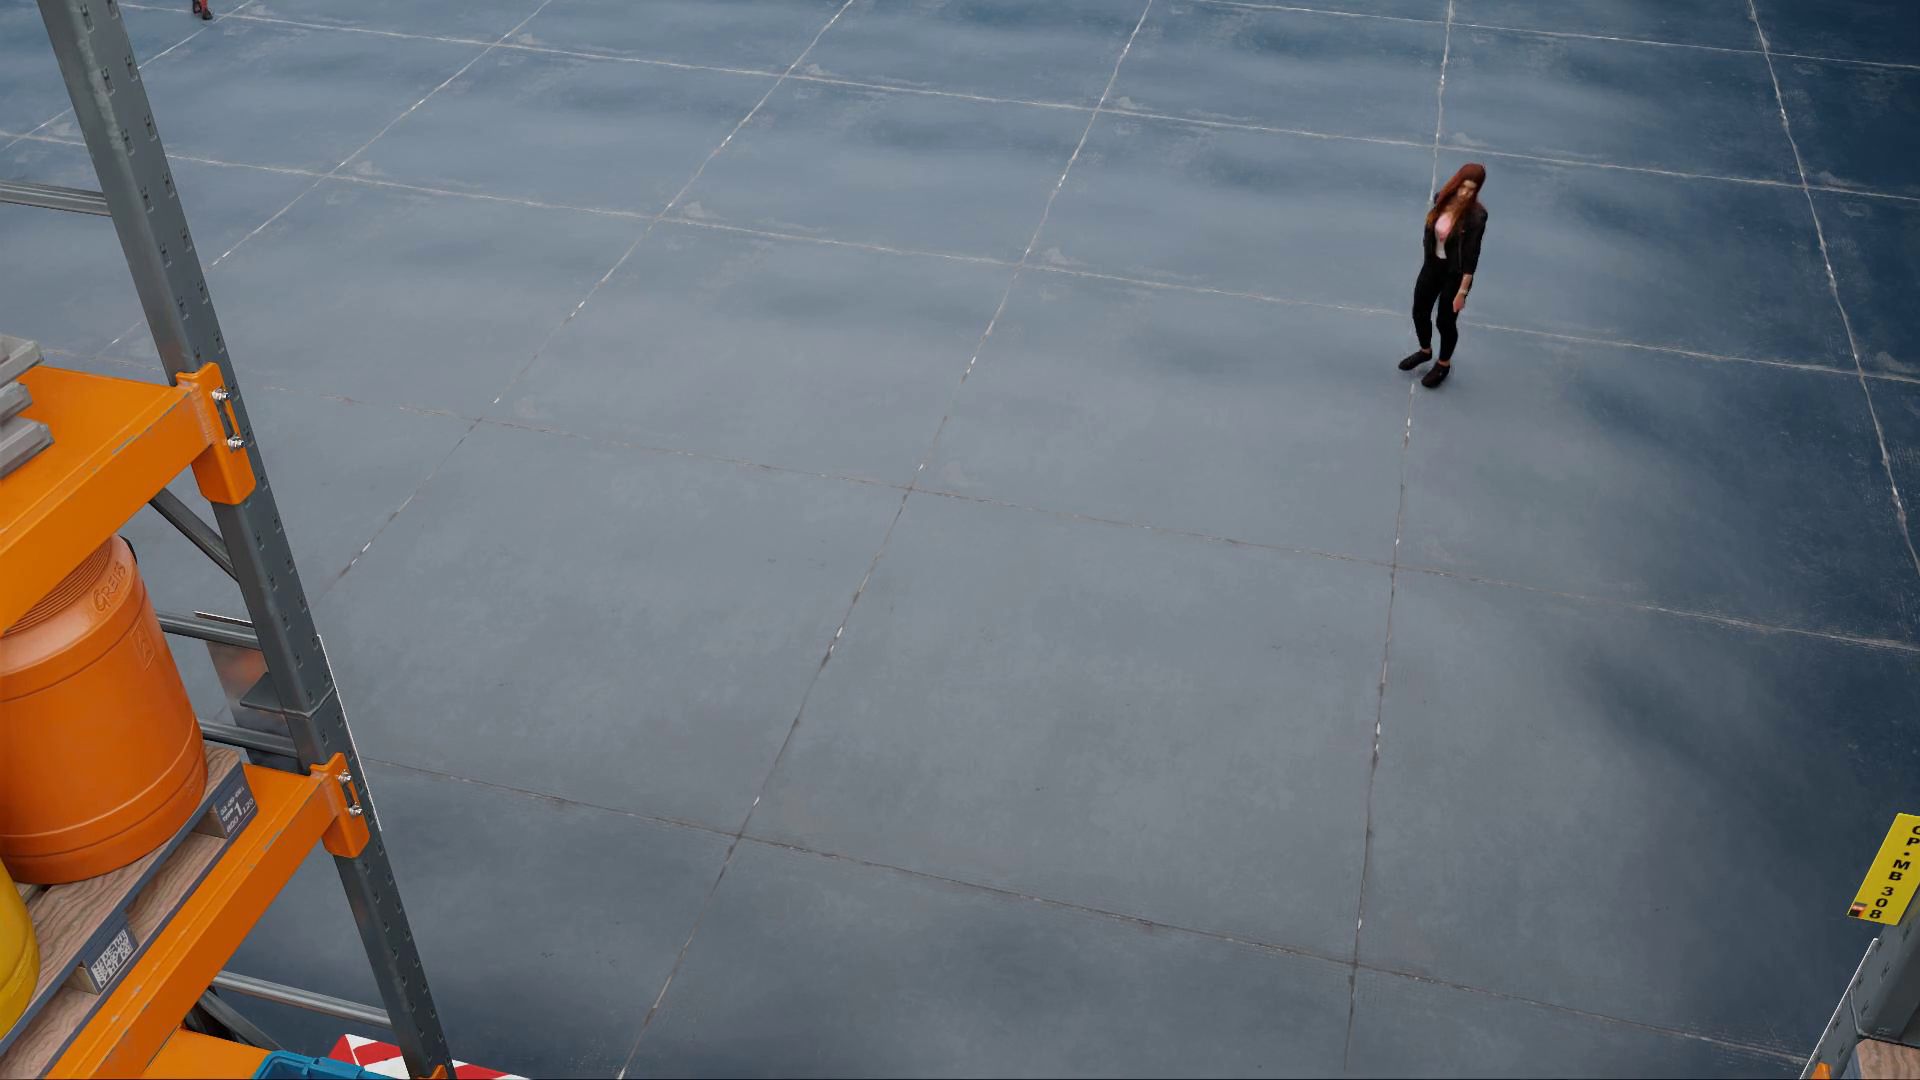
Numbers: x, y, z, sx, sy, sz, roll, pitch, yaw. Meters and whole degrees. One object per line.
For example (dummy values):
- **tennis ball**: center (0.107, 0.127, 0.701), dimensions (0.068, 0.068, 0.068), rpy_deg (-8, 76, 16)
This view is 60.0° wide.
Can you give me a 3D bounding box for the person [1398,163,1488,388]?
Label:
- **person**: center (3.246, -1.761, 10.967), dimensions (0.824, 1.671, 0.771), rpy_deg (-13, 40, -16)
